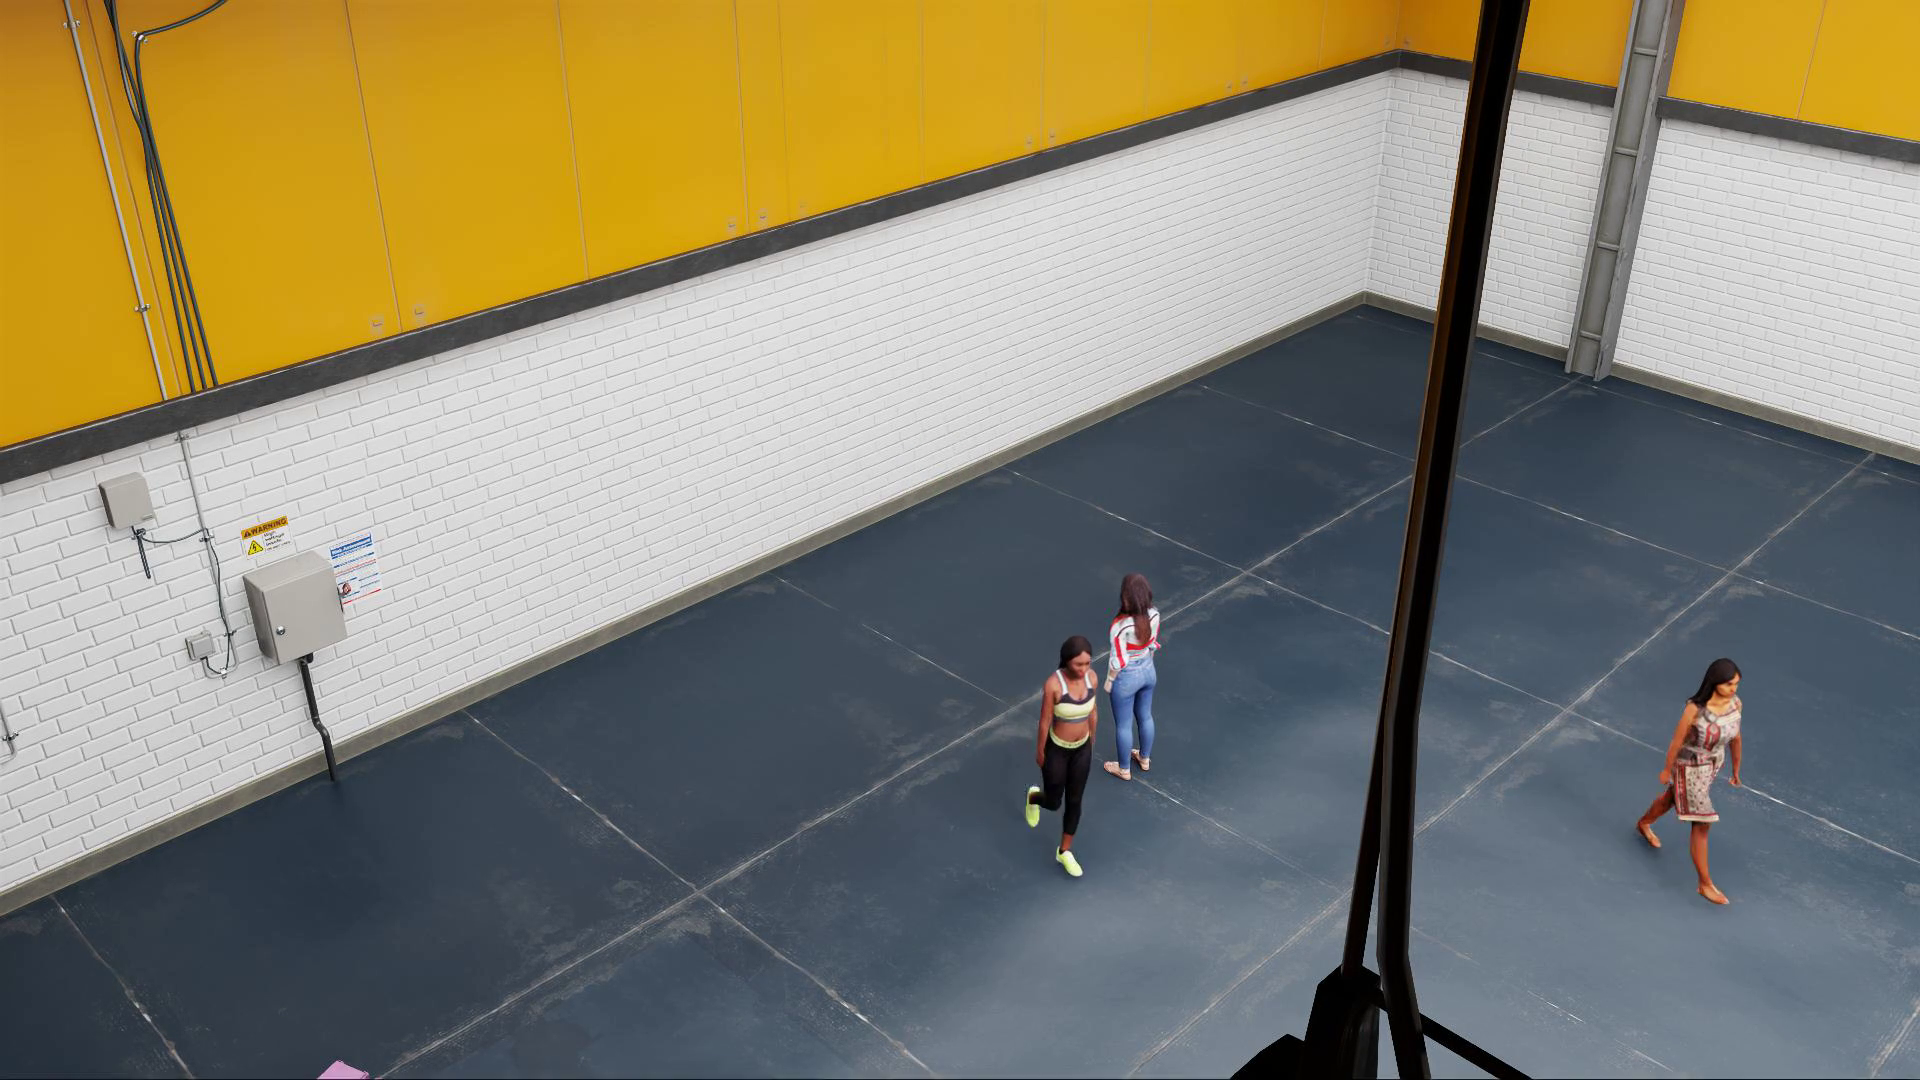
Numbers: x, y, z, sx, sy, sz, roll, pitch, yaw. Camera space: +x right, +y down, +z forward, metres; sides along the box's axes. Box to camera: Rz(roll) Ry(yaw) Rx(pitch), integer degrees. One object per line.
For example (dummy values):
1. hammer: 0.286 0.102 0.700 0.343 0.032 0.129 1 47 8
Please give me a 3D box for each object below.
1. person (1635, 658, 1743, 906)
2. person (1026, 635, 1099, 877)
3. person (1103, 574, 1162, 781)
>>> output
1. person: 4.710 1.439 10.747 0.917 1.595 1.193 -10 30 -18
2. person: 0.657 1.327 10.804 0.763 1.738 0.971 -11 31 -20
3. person: 1.215 0.946 11.633 0.621 1.613 0.560 -18 34 -30
